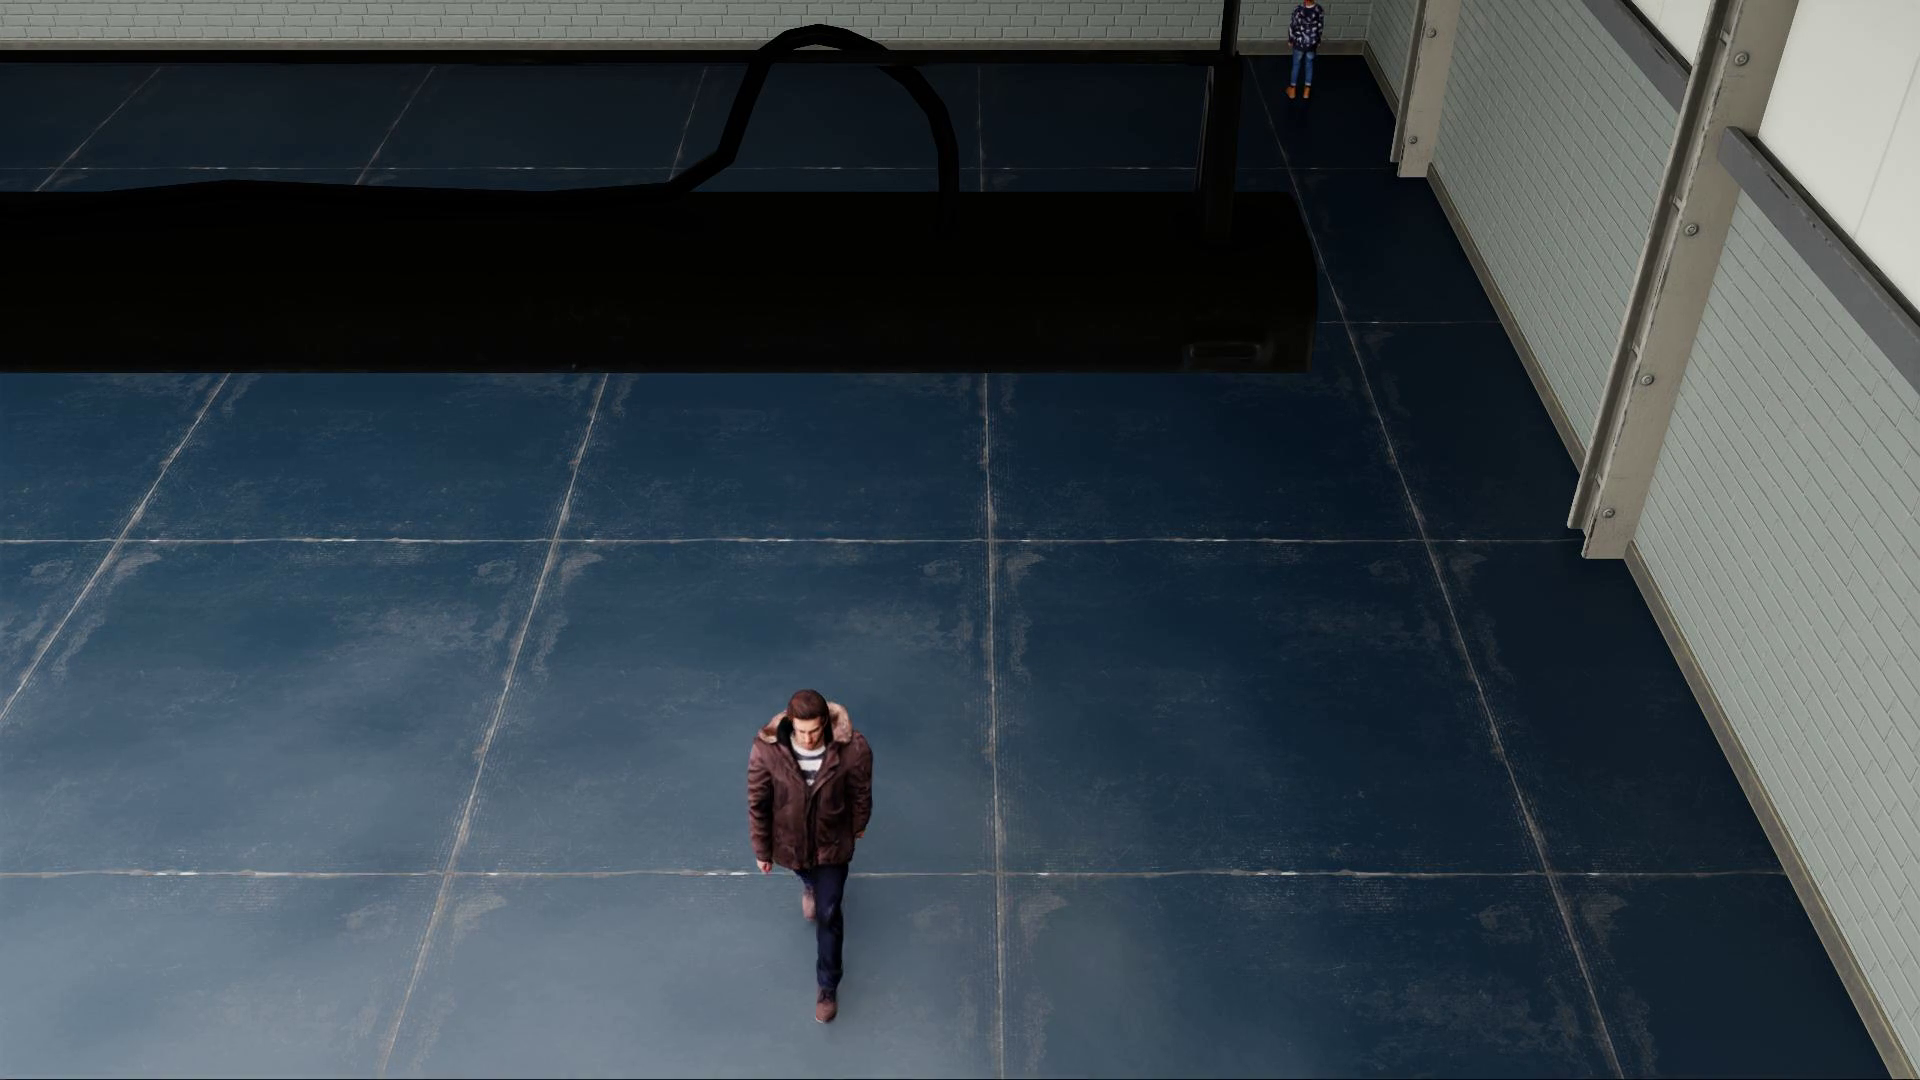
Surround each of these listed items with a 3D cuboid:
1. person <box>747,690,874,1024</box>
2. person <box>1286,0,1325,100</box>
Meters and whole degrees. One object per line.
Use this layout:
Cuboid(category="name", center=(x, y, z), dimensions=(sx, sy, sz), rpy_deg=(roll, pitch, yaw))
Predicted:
Cuboid(category="person", center=(-0.737, 1.374, 8.151), dimensions=(0.754, 1.799, 1.198), rpy_deg=(0, 37, 0))
Cuboid(category="person", center=(3.589, -5.217, 17.274), dimensions=(0.506, 1.250, 0.499), rpy_deg=(3, 37, 4))
